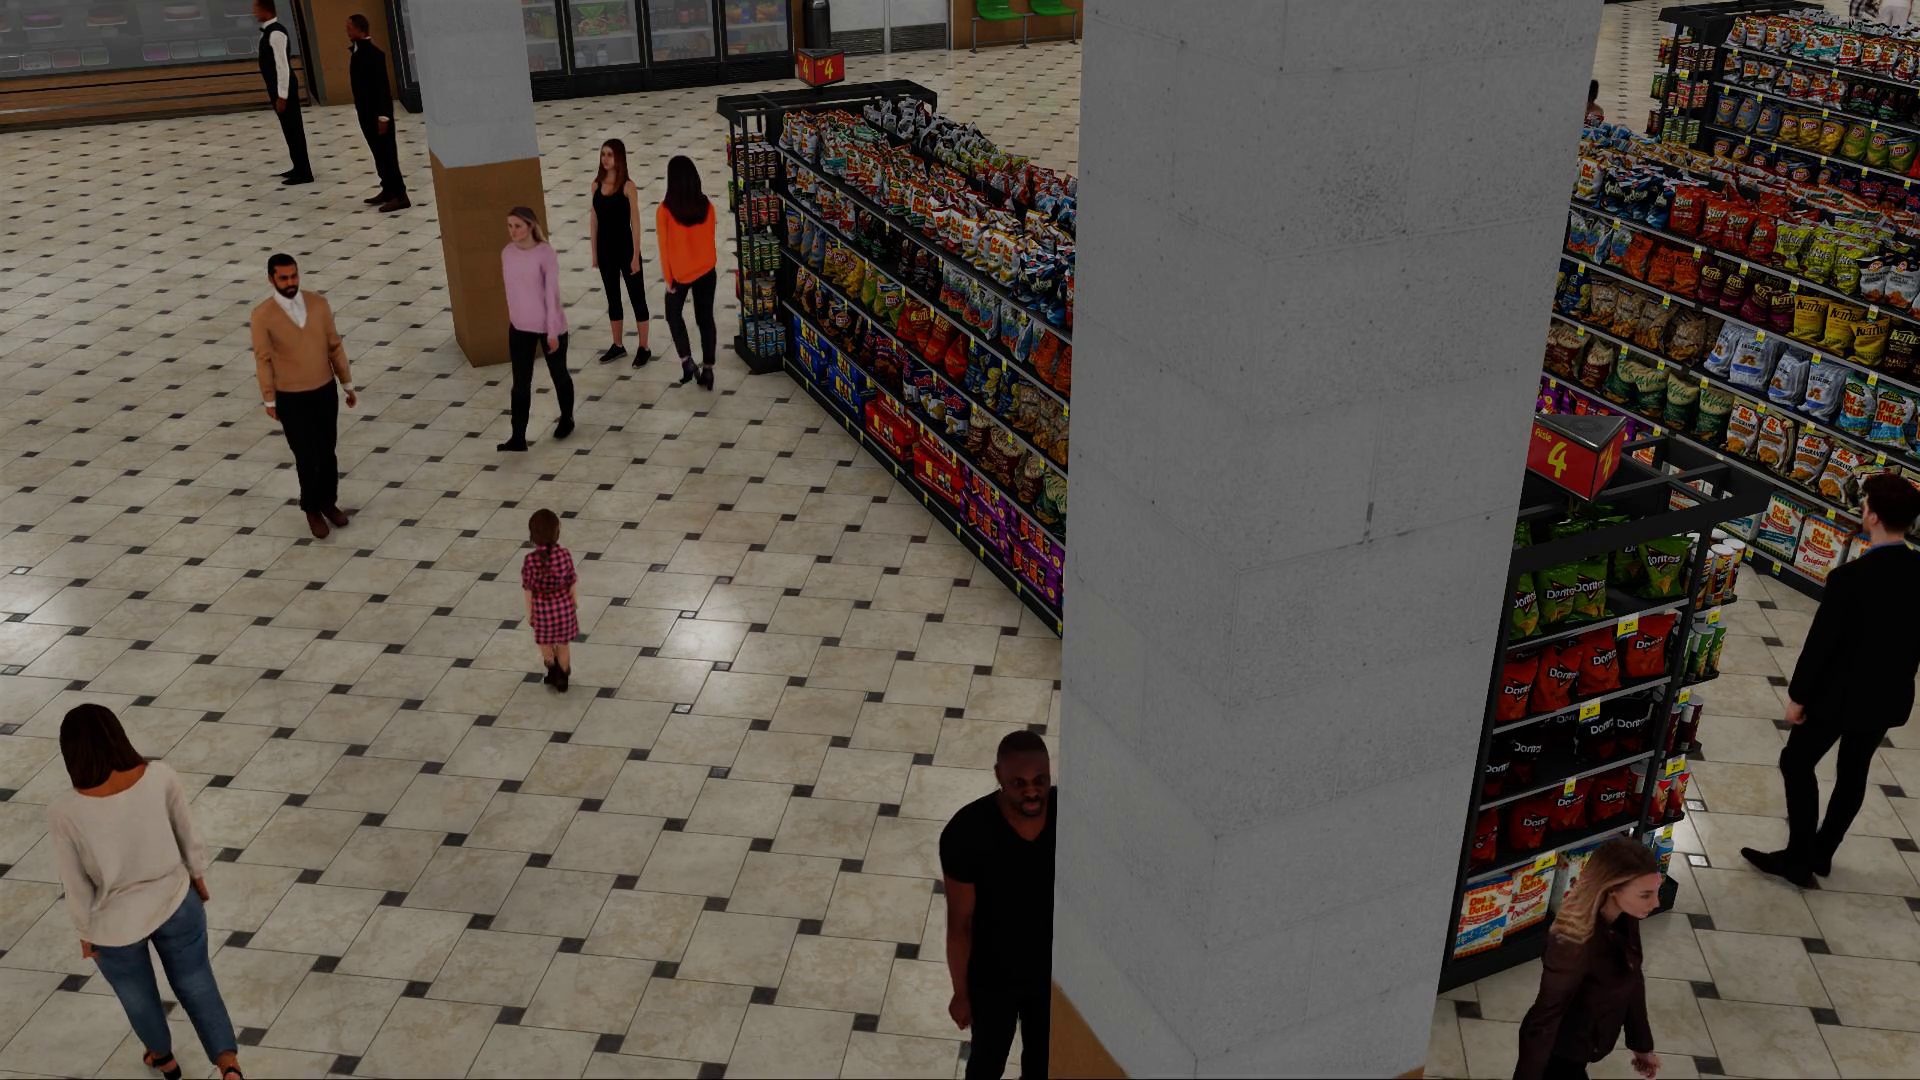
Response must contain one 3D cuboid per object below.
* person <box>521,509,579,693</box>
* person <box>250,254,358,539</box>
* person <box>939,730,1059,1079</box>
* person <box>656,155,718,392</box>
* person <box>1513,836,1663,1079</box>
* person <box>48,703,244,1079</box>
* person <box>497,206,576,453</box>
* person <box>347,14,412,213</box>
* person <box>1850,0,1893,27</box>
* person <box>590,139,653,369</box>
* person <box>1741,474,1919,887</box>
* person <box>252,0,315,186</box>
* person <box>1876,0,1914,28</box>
[{"bbox_3d":[-2.075,0.336,8.455,0.426,1.014,0.419,-12,29,-23],"label":"person"},{"bbox_3d":[-4.002,-0.909,10.106,0.774,1.740,0.759,23,35,37],"label":"person"},{"bbox_3d":[0.180,1.387,5.482,0.694,1.828,0.648,-9,28,-17],"label":"person"},{"bbox_3d":[-1.907,-1.897,12.059,0.636,1.738,0.591,-15,31,-27],"label":"person"},{"bbox_3d":[1.830,1.580,5.263,0.869,1.681,0.778,19,32,32],"label":"person"},{"bbox_3d":[-2.803,1.336,5.772,0.796,1.658,1.049,-21,34,-36],"label":"person"},{"bbox_3d":[-2.801,-1.448,11.268,0.996,1.652,1.083,7,28,14],"label":"person"},{"bbox_3d":[-5.794,-4.243,16.501,0.792,1.904,0.613,-18,32,-32],"label":"person"},{"bbox_3d":[13.657,-8.358,24.702,1.094,1.825,0.893,21,33,35],"label":"person"},{"bbox_3d":[-2.578,-2.179,12.628,0.632,1.726,0.696,10,29,19],"label":"person"},{"bbox_3d":[3.744,0.637,6.910,0.794,1.874,0.771,-5,27,-9],"label":"person"},{"bbox_3d":[-7.080,-4.715,17.415,0.751,1.919,0.513,-10,29,-20],"label":"person"},{"bbox_3d":[12.830,-7.320,22.807,0.644,1.688,0.744,17,31,29],"label":"person"}]
